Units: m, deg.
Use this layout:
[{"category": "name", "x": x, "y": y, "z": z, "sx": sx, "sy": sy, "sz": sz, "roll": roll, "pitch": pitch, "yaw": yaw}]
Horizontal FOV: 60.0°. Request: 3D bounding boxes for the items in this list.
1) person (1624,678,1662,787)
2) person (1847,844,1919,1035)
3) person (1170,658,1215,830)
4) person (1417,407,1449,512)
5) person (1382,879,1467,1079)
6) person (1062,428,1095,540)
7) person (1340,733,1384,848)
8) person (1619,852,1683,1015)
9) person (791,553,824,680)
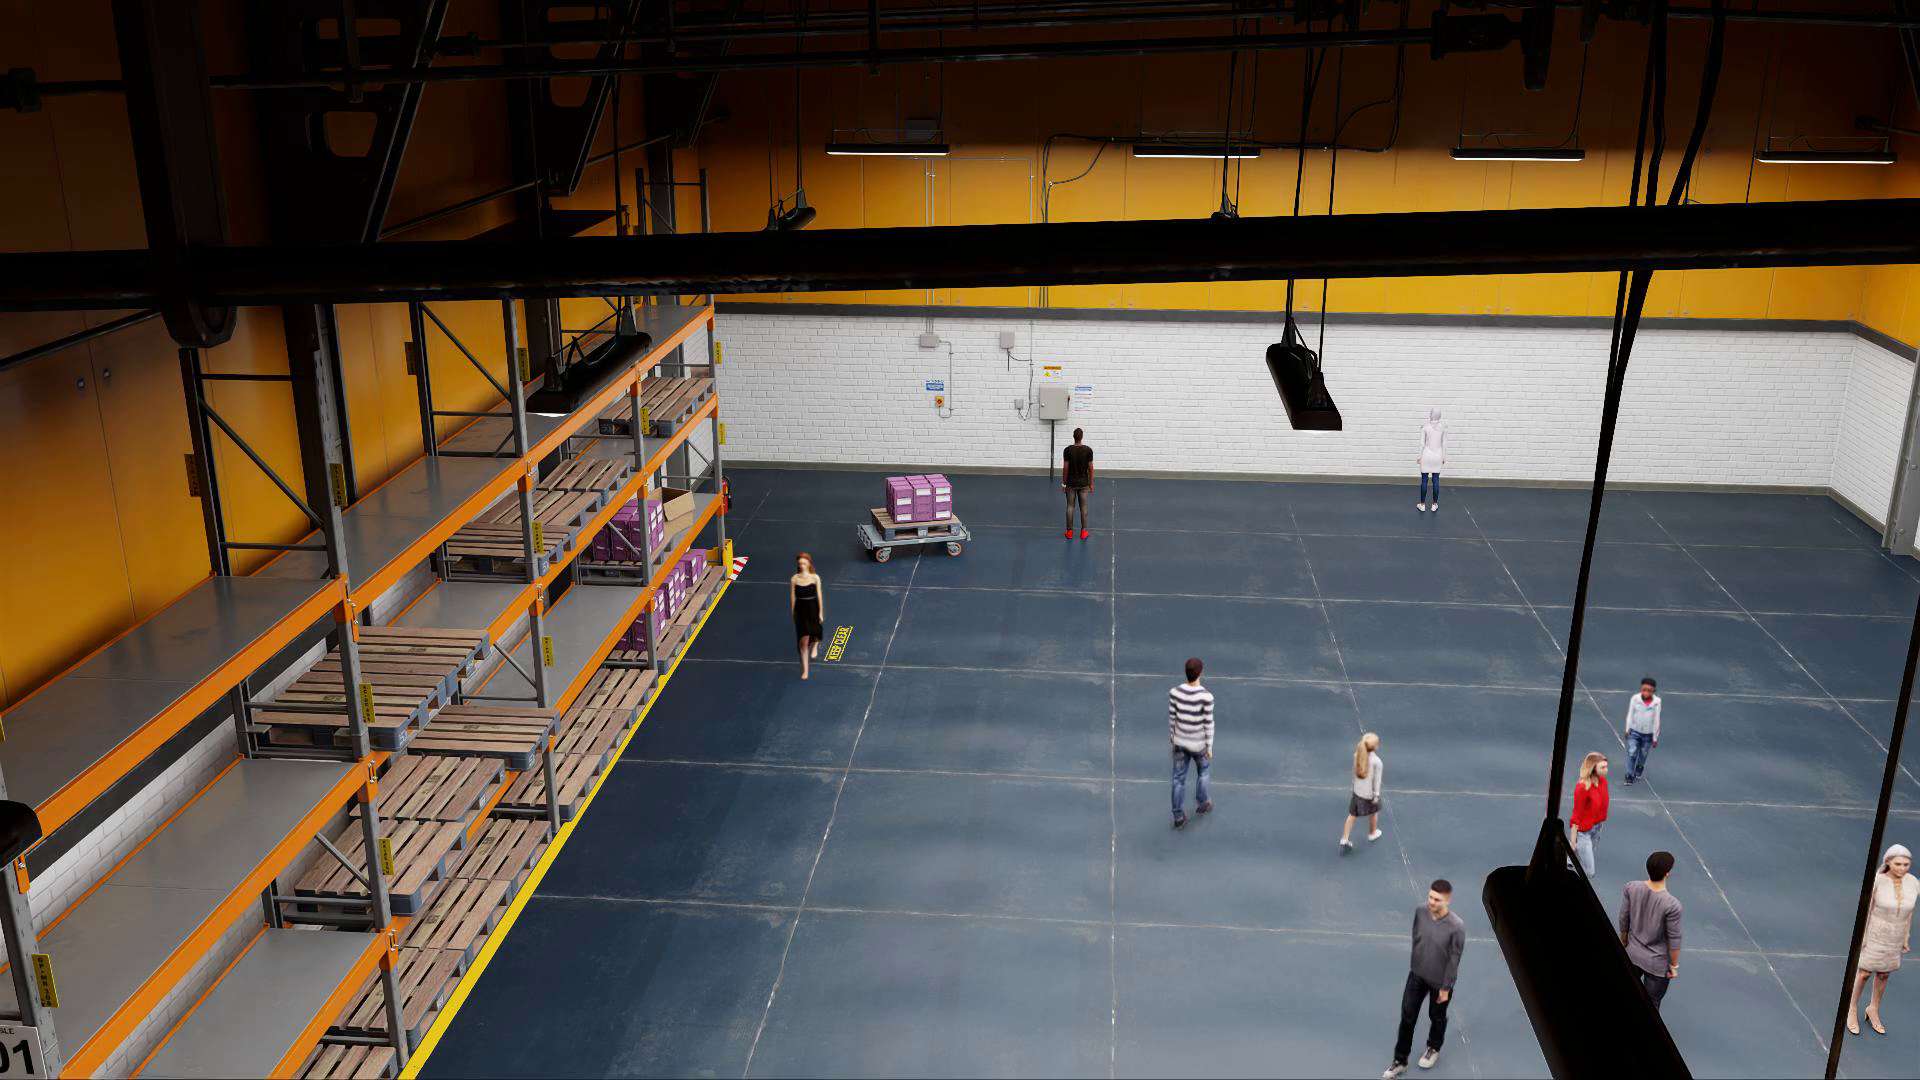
[{"category": "person", "x": 7.581, "y": 2.097, "z": 18.450, "sx": 0.689, "sy": 1.228, "sz": 0.914, "roll": 9, "pitch": 21, "yaw": 24}, {"category": "person", "x": 7.735, "y": 3.341, "z": 13.961, "sx": 0.609, "sy": 1.736, "sz": 0.561, "roll": 0, "pitch": 19, "yaw": 0}, {"category": "person", "x": 2.370, "y": 2.153, "z": 17.343, "sx": 0.873, "sy": 1.829, "sz": 1.011, "roll": 9, "pitch": 21, "yaw": 25}, {"category": "person", "x": 7.901, "y": -1.365, "z": 27.874, "sx": 0.610, "sy": 1.775, "sz": 0.524, "roll": 2, "pitch": 19, "yaw": 6}, {"category": "person", "x": 3.874, "y": 3.507, "z": 13.466, "sx": 0.929, "sy": 1.736, "sz": 1.036, "roll": 16, "pitch": 24, "yaw": 39}, {"category": "person", "x": 1.867, "y": -0.909, "z": 26.471, "sx": 0.654, "sy": 1.805, "sz": 0.528, "roll": 1, "pitch": 19, "yaw": 2}, {"category": "person", "x": 4.106, "y": 2.574, "z": 16.991, "sx": 0.828, "sy": 1.256, "sz": 0.919, "roll": 18, "pitch": 25, "yaw": 42}, {"category": "person", "x": 5.635, "y": 3.390, "z": 13.630, "sx": 0.797, "sy": 1.854, "sz": 0.724, "roll": -14, "pitch": 23, "yaw": -35}, {"category": "person", "x": -1.940, "y": 0.922, "z": 21.358, "sx": 0.657, "sy": 1.599, "sz": 1.036, "roll": -1, "pitch": 19, "yaw": -3}]
